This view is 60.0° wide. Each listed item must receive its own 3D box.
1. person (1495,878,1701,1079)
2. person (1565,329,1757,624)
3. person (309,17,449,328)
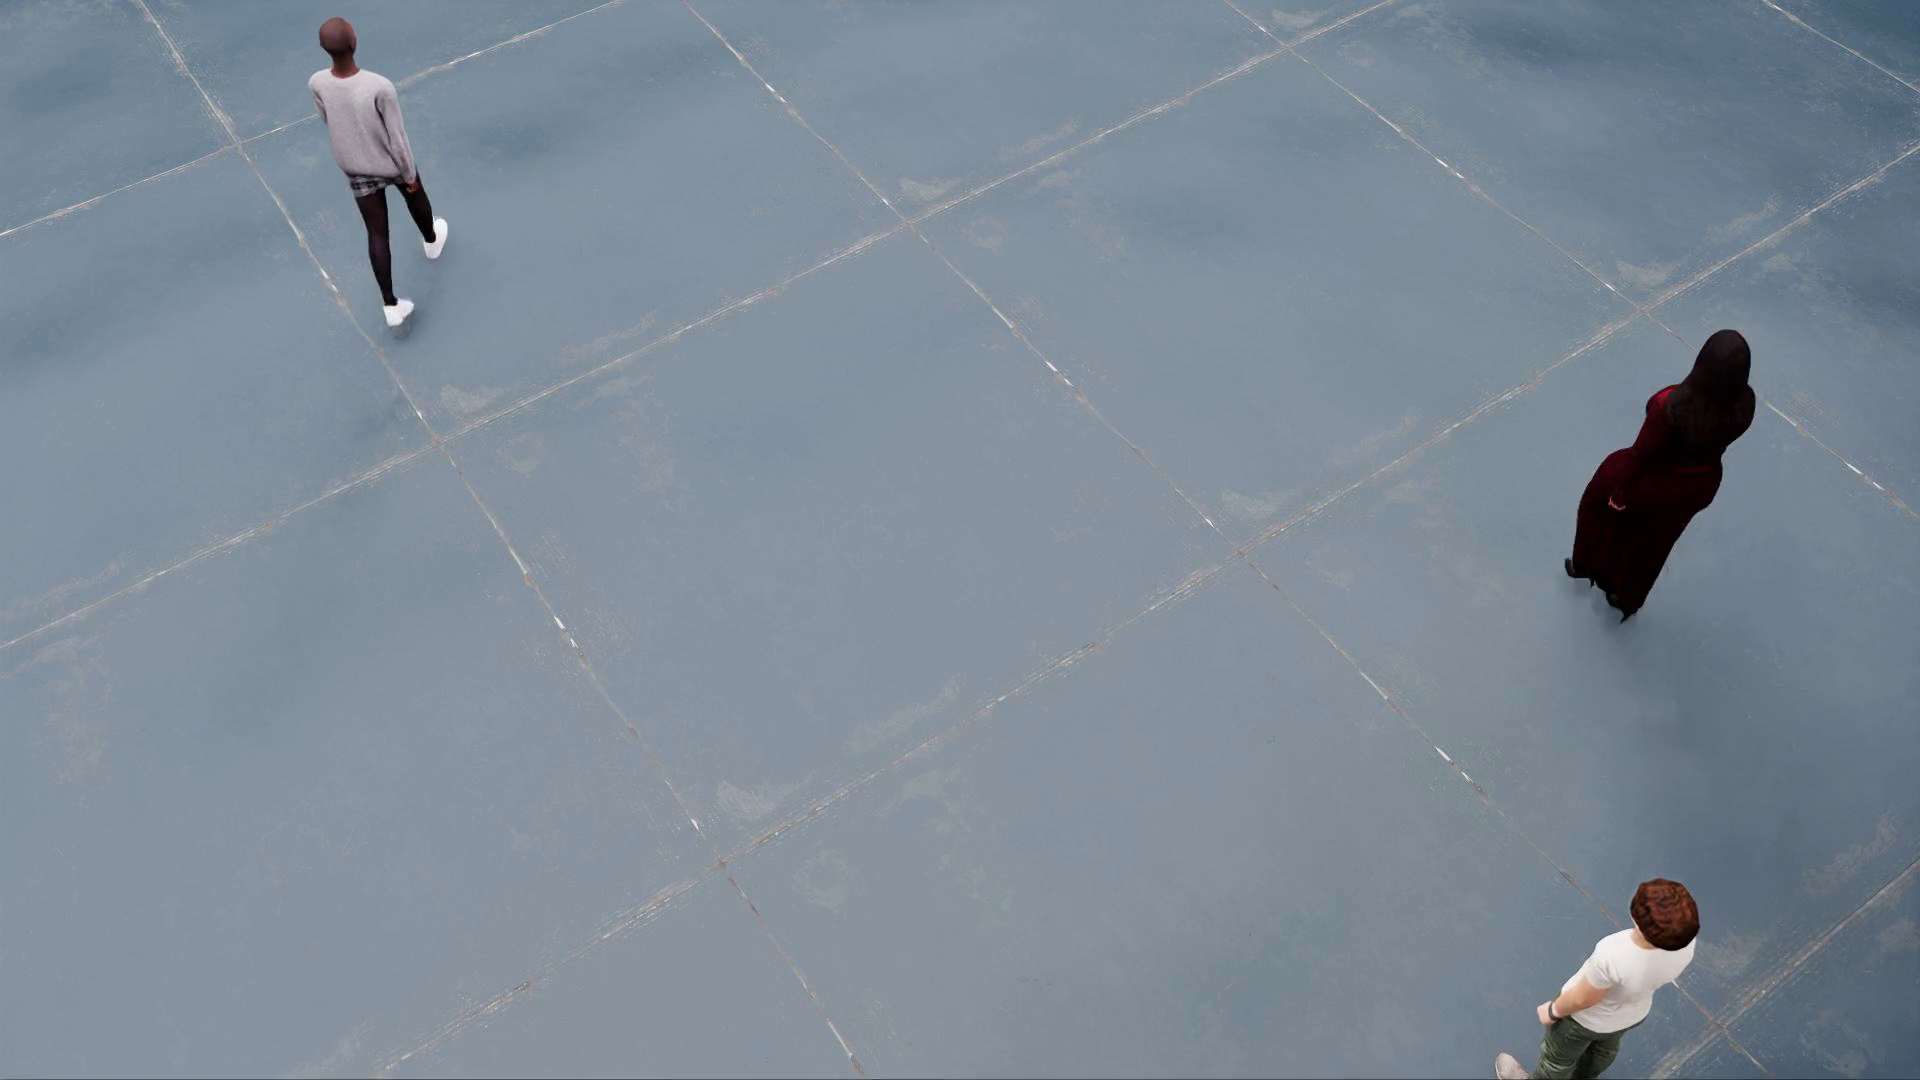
[{"bbox_3d":[2.343,1.689,6.058,0.634,1.654,0.619,-15,54,-11],"label":"person"},{"bbox_3d":[3.188,-0.190,7.457,0.848,1.742,0.911,-8,53,-6],"label":"person"},{"bbox_3d":[-3.117,-1.916,8.794,1.077,1.742,1.227,1,52,1],"label":"person"}]
